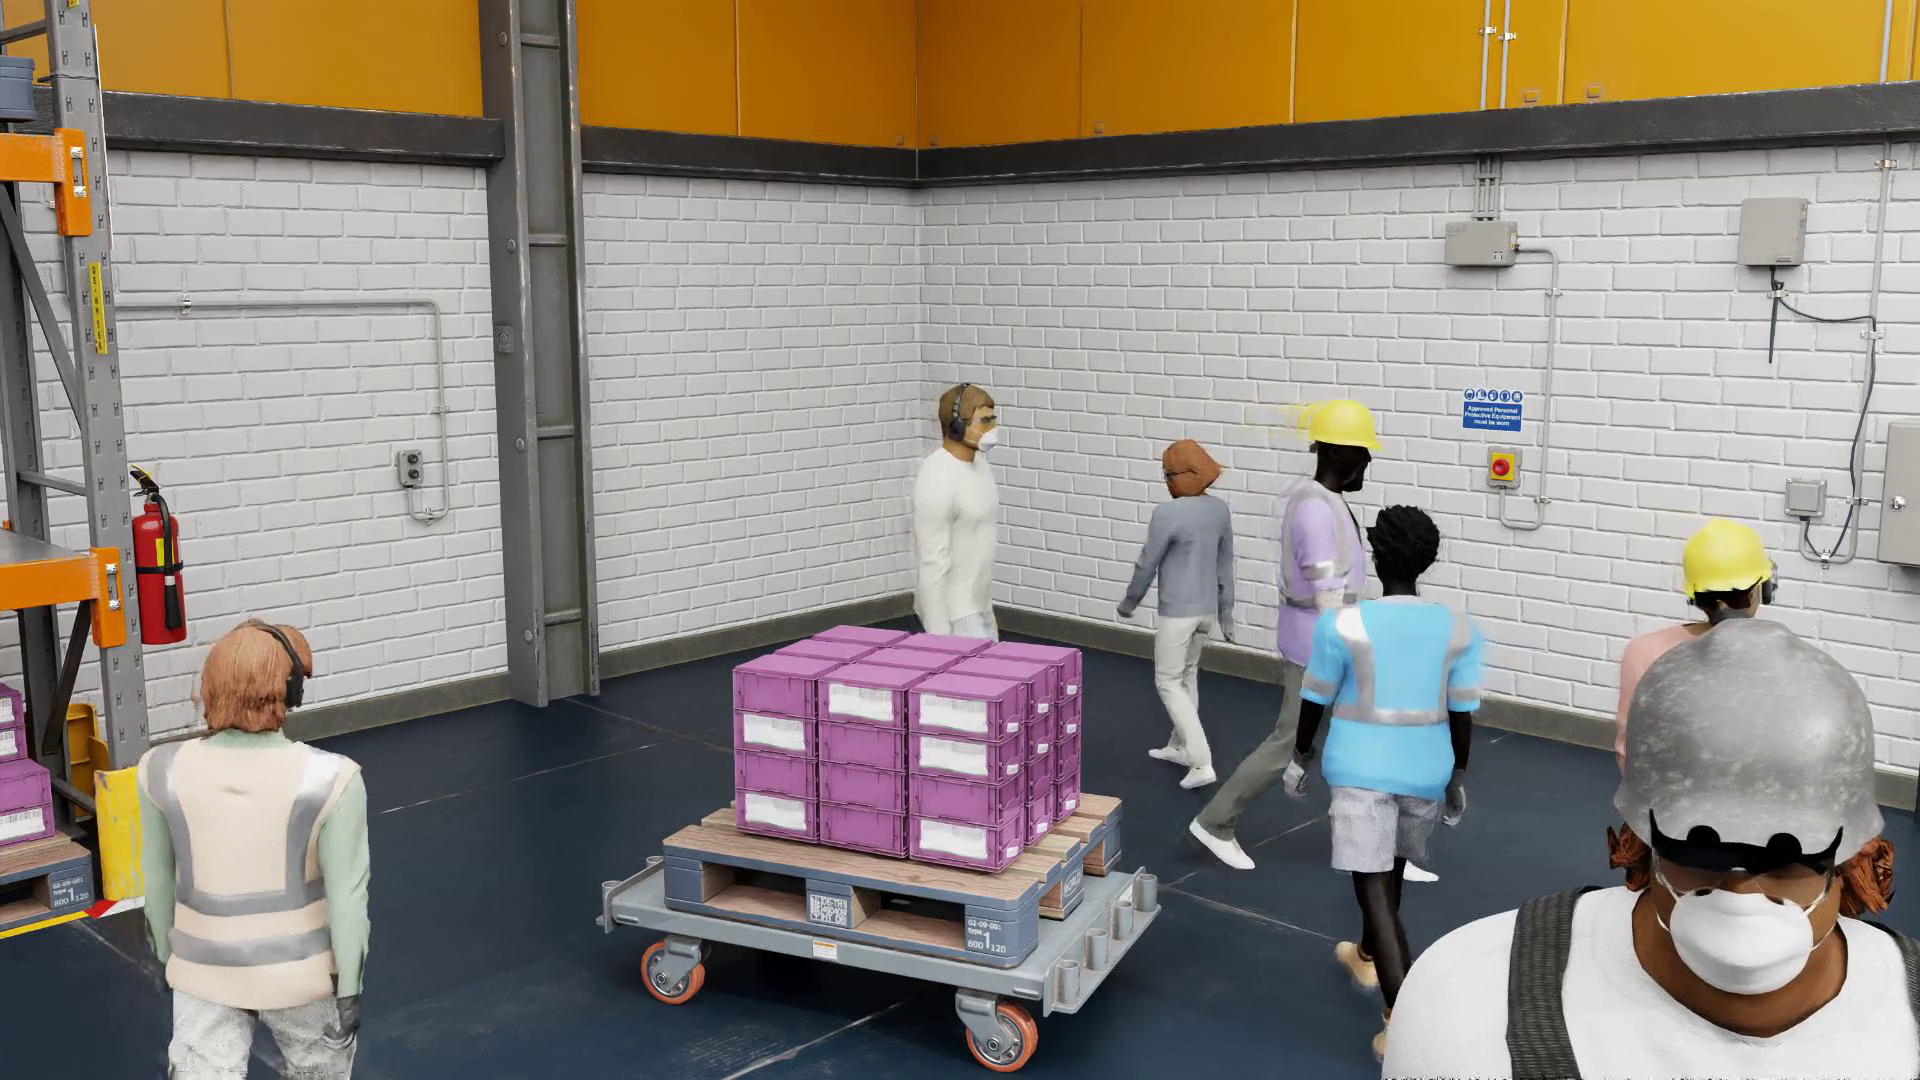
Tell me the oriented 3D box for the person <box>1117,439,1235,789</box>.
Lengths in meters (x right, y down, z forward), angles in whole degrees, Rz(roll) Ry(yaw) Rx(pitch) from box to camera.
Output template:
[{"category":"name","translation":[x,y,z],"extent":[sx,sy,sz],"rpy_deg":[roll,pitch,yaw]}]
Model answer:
[{"category":"person","translation":[1.026,0.329,7.631],"extent":[0.498,1.602,0.608],"rpy_deg":[-9,13,-43]}]

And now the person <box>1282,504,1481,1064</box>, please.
[{"category":"person","translation":[1.309,0.719,5.098],"extent":[0.544,1.654,0.864],"rpy_deg":[-2,9,-11]}]

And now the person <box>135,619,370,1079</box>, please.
[{"category":"person","translation":[-1.559,0.977,3.665],"extent":[0.519,1.605,0.826],"rpy_deg":[-1,9,-6]}]

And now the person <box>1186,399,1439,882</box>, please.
[{"category":"person","translation":[1.354,0.398,6.422],"extent":[0.958,1.897,0.588],"rpy_deg":[4,10,22]}]

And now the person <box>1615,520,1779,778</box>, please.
[{"category":"person","translation":[1.986,0.799,4.359],"extent":[0.542,1.731,0.456],"rpy_deg":[1,9,7]}]

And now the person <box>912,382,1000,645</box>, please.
[{"category":"person","translation":[-0.071,0.301,6.856],"extent":[0.755,1.919,0.639],"rpy_deg":[3,10,16]}]
